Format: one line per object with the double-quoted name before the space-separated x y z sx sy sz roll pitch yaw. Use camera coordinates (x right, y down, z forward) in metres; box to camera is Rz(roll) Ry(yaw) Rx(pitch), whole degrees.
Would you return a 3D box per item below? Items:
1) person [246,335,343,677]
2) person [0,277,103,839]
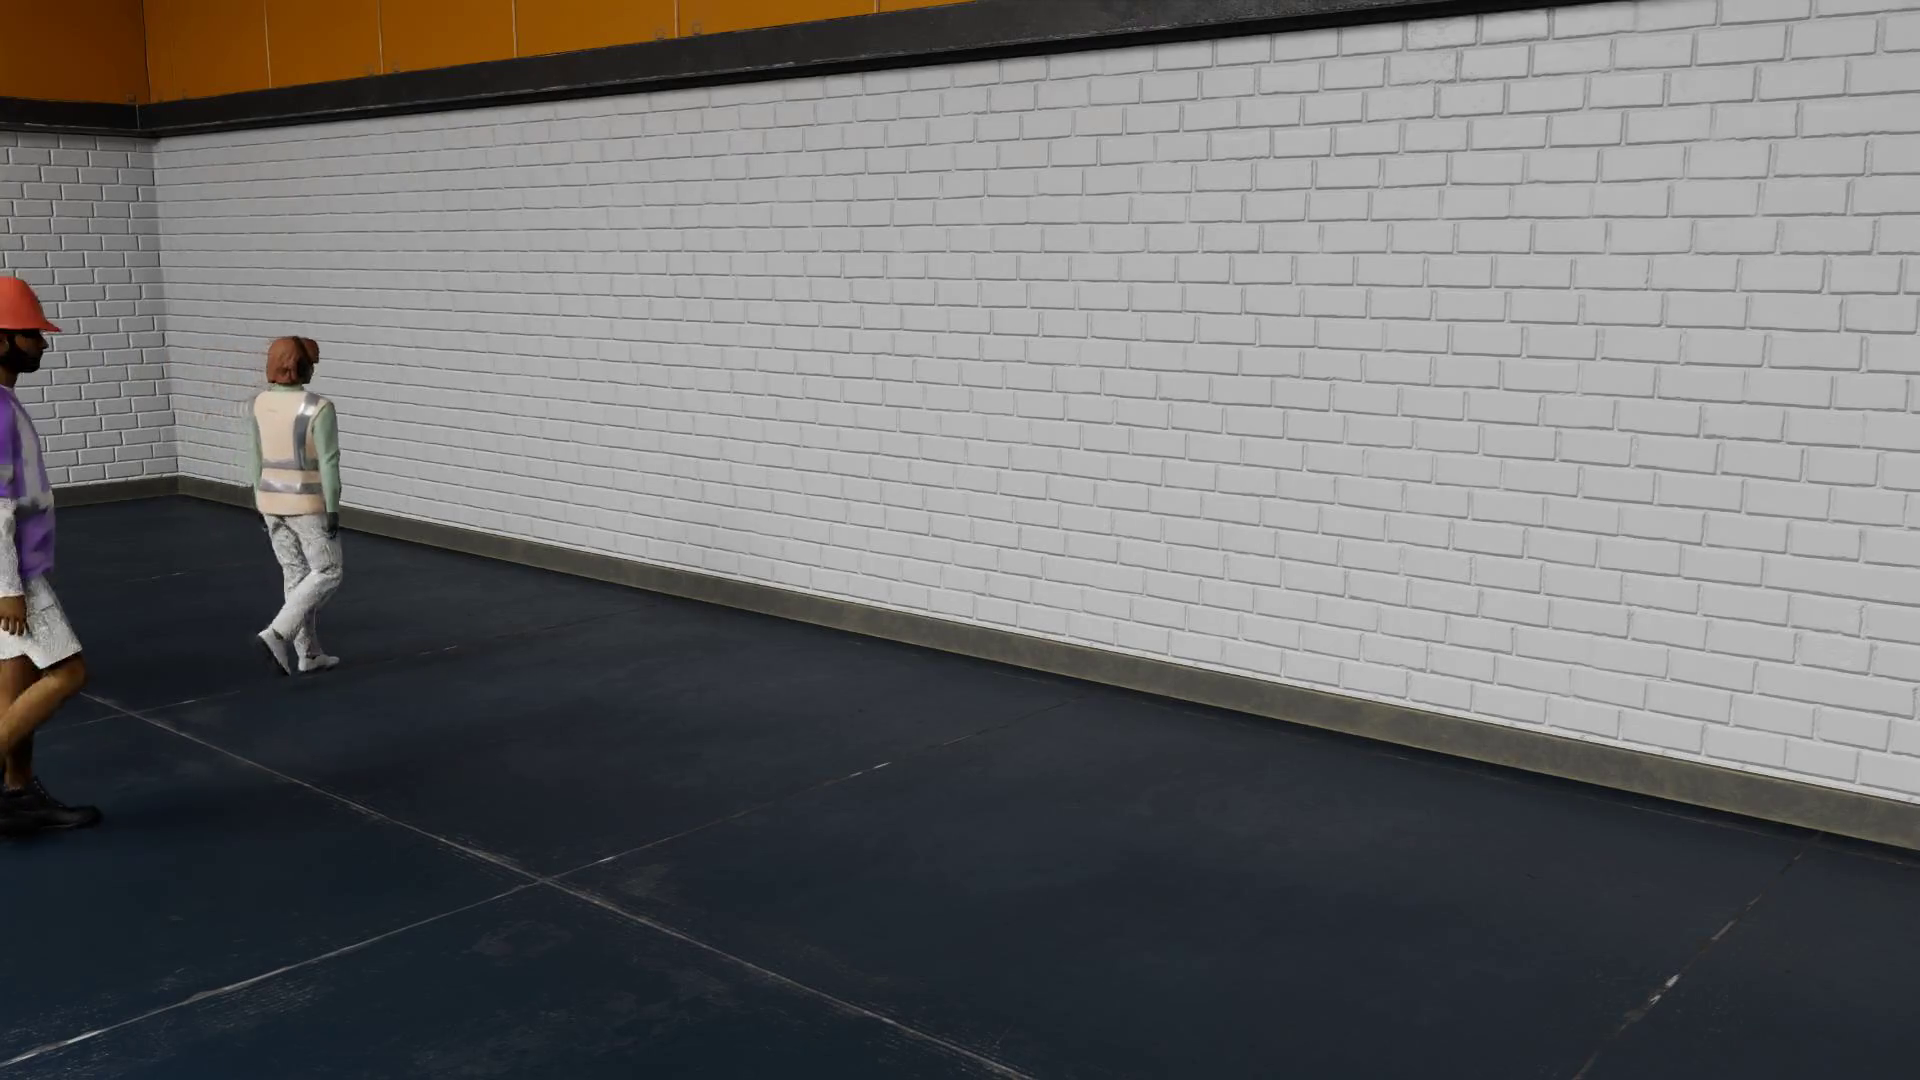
"person" -3.130 -0.136 7.755 0.519 1.624 0.527 4 11 21
"person" -3.181 0.088 5.604 0.418 1.925 0.572 -6 12 -32
